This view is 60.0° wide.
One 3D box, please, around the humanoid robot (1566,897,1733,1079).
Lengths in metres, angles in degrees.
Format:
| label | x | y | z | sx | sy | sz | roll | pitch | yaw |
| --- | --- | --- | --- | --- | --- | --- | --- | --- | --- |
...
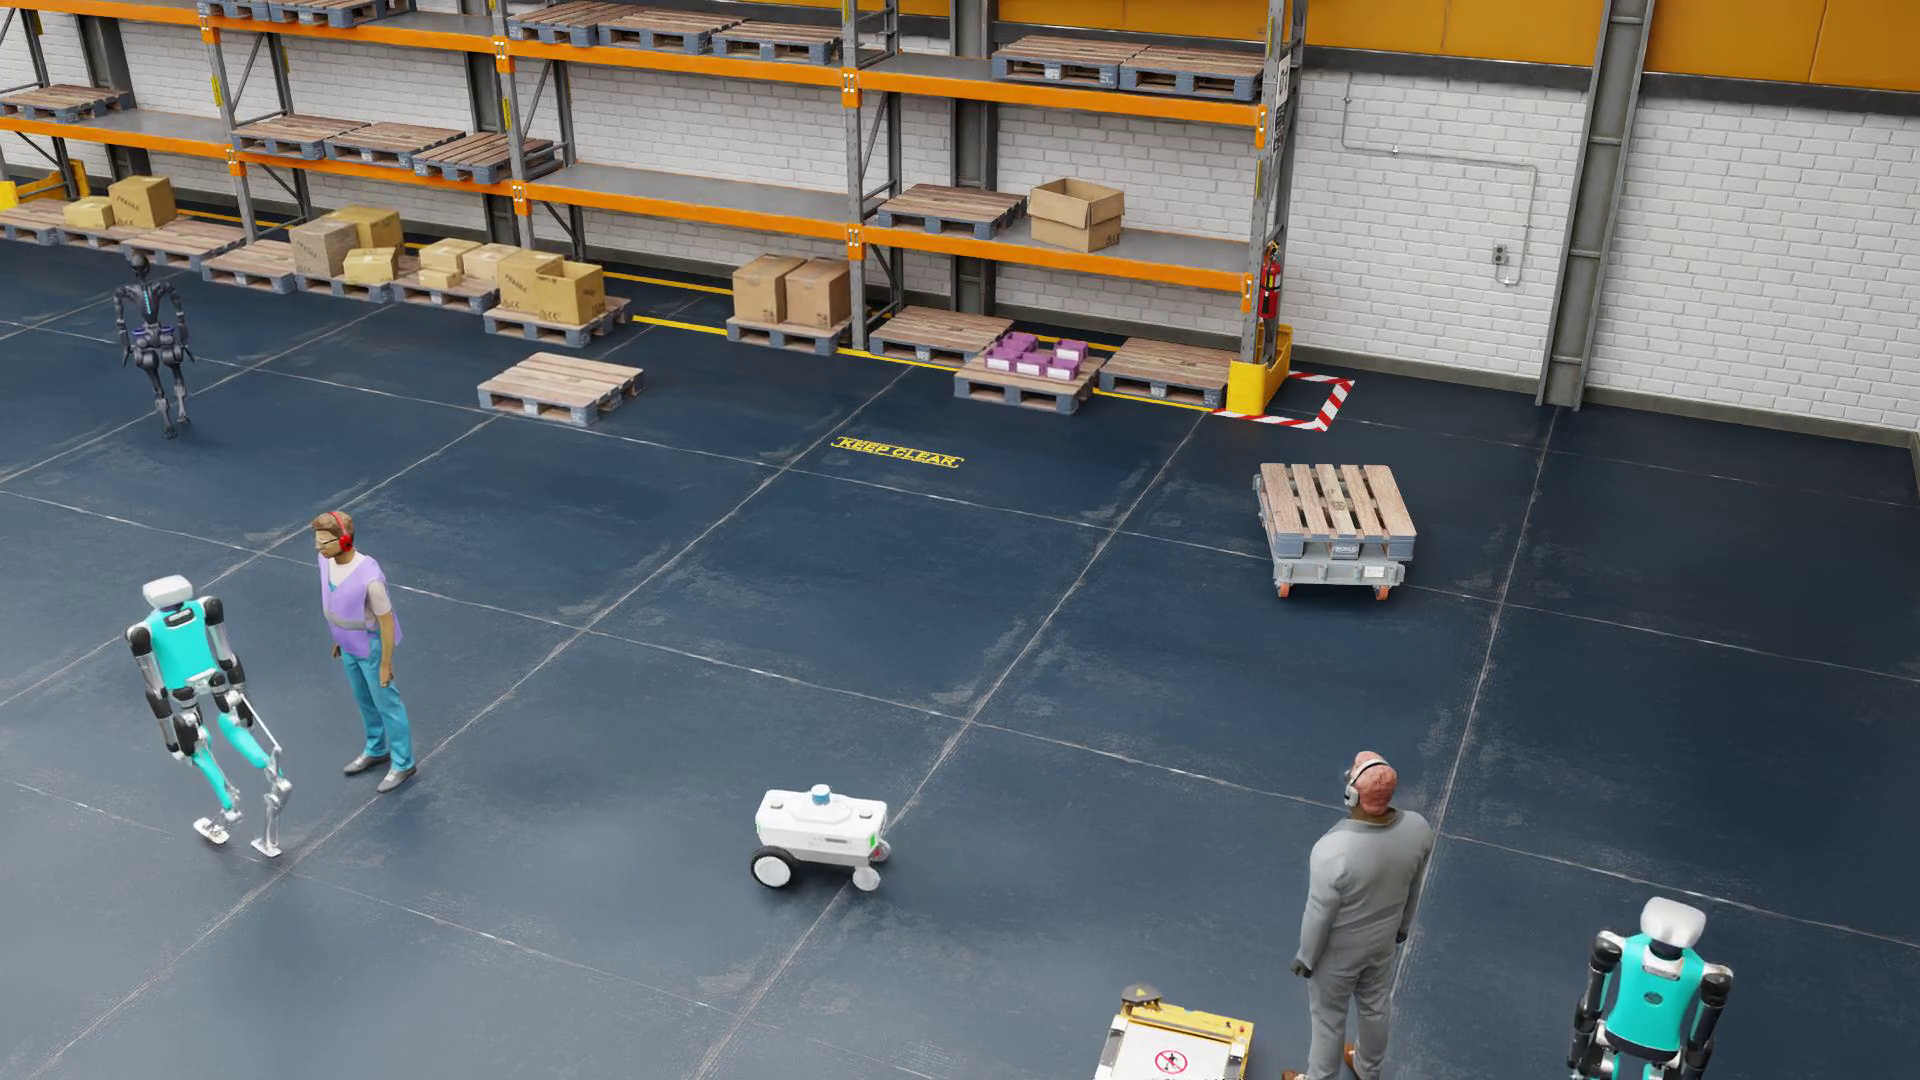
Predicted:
| label | x | y | z | sx | sy | sz | roll | pitch | yaw |
| --- | --- | --- | --- | --- | --- | --- | --- | --- | --- |
| humanoid robot | 2.896 | 2.169 | 7.121 | 0.533 | 1.789 | 0.712 | 13 | 30 | 23 |

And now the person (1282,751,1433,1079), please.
| label | x | y | z | sx | sy | sz | roll | pitch | yaw |
| --- | --- | --- | --- | --- | --- | --- | --- | --- | --- |
| person | 1.796 | 1.803 | 7.651 | 0.650 | 1.905 | 0.406 | -13 | 30 | -23 |

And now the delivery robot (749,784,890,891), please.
| label | x | y | z | sx | sy | sz | roll | pitch | yaw |
| --- | --- | --- | --- | --- | --- | --- | --- | --- | --- |
| delivery robot | -0.782 | 1.647 | 9.405 | 0.759 | 0.575 | 0.499 | 5 | 28 | 9 |

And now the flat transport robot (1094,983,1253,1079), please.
| label | x | y | z | sx | sy | sz | roll | pitch | yaw |
| --- | --- | --- | --- | --- | --- | --- | --- | --- | --- |
| flat transport robot | 0.936 | 2.669 | 7.757 | 0.659 | 0.231 | 1.431 | 8 | 28 | 16 |

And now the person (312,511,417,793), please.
| label | x | y | z | sx | sy | sz | roll | pitch | yaw |
| --- | --- | --- | --- | --- | --- | --- | --- | --- | --- |
| person | -3.554 | 0.646 | 9.958 | 0.562 | 1.845 | 0.392 | 21 | 34 | 34 |

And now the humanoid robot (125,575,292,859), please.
| label | x | y | z | sx | sy | sz | roll | pitch | yaw |
| --- | --- | --- | --- | --- | --- | --- | --- | --- | --- |
| humanoid robot | -4.076 | 1.091 | 9.233 | 0.934 | 1.748 | 0.530 | 20 | 34 | 34 |

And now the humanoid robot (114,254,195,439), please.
| label | x | y | z | sx | sy | sz | roll | pitch | yaw |
| --- | --- | --- | --- | --- | --- | --- | --- | --- | --- |
| humanoid robot | -7.121 | -1.713 | 14.723 | 0.584 | 1.649 | 0.363 | -14 | 30 | -25 |
